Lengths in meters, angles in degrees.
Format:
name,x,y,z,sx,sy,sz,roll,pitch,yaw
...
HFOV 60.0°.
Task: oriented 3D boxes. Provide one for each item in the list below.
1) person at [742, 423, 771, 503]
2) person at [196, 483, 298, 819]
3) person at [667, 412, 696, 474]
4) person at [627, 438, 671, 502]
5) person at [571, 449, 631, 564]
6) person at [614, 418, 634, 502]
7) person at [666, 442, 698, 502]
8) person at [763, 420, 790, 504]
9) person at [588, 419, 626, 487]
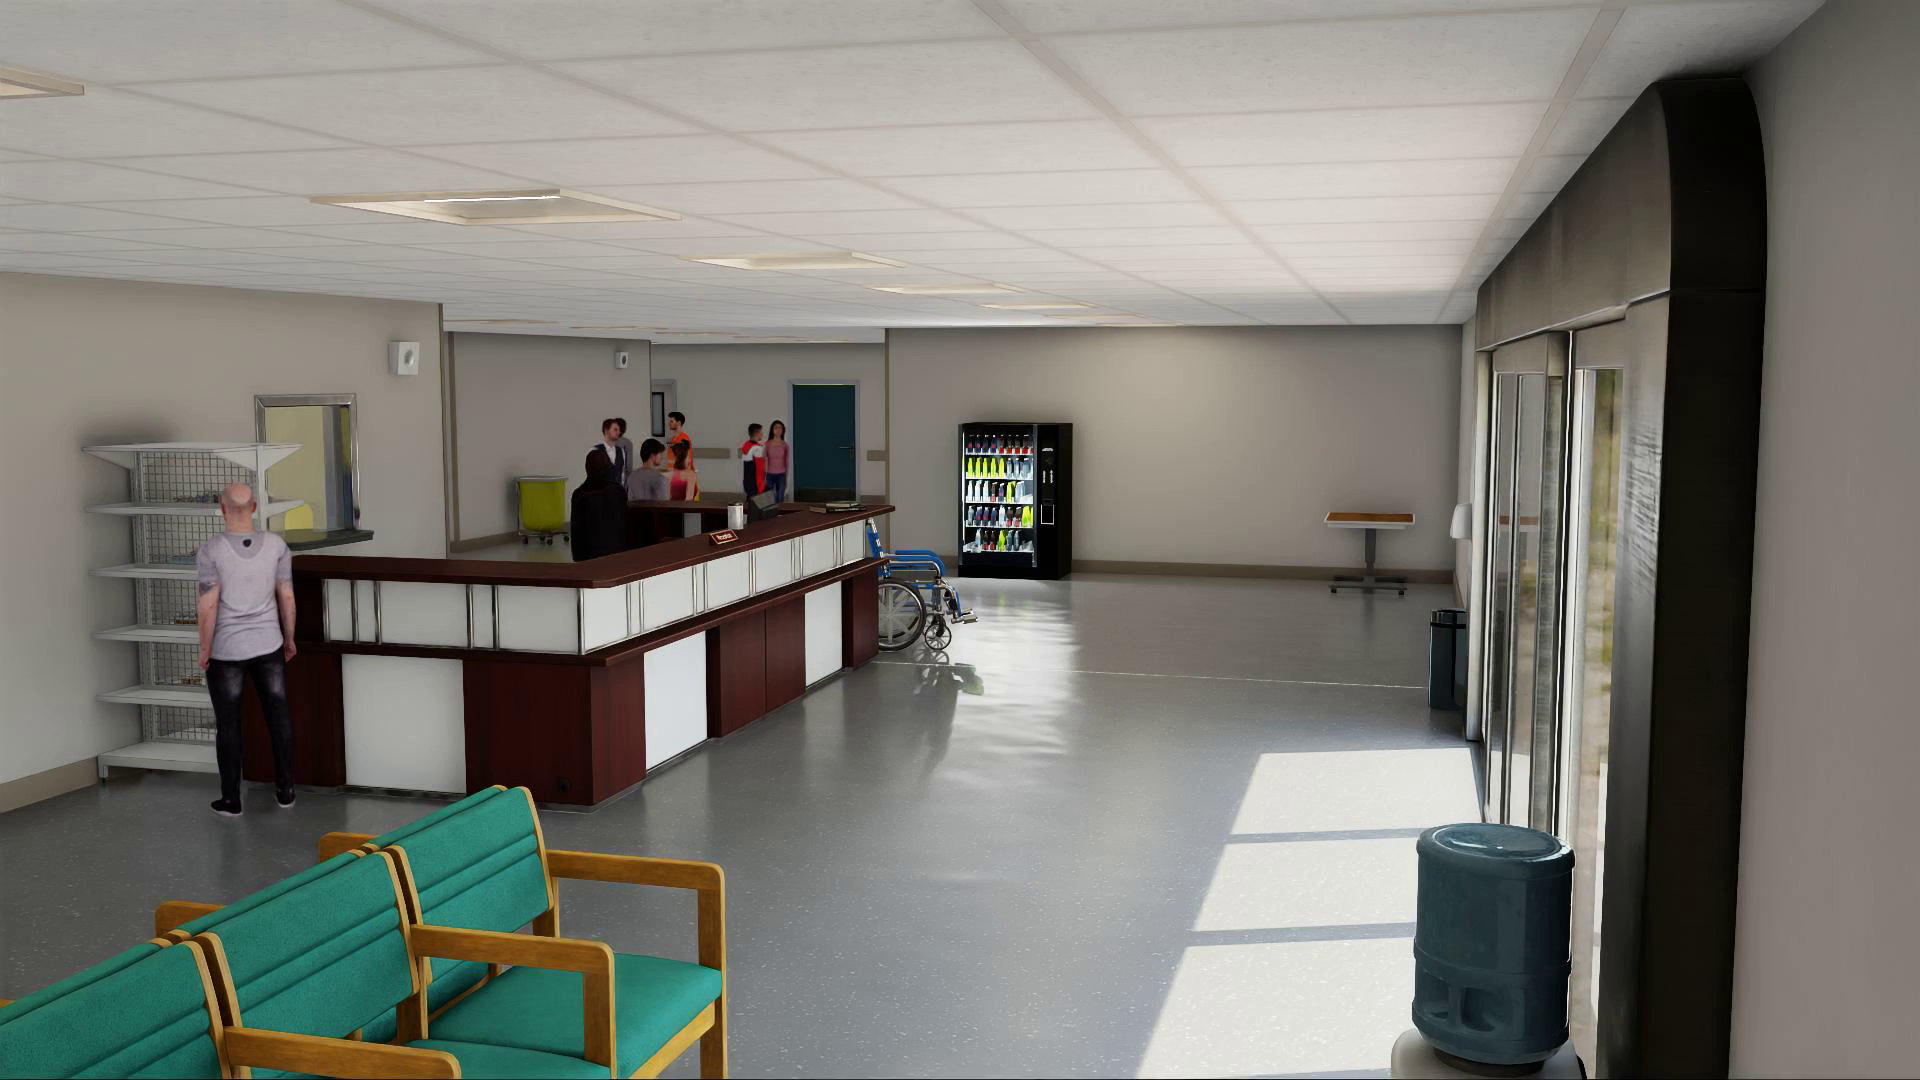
name,x,y,z,sx,sy,sz,roll,pitch,yaw
person,-2.816,-0.681,22.343,0.825,1.750,0.757,-4,7,-33
person,-3.964,0.594,9.226,0.766,1.837,0.792,-5,7,-38
person,-3.977,-0.887,23.735,0.836,1.880,0.773,-4,7,-31
person,-2.915,-0.001,15.285,1.104,1.808,1.163,-6,8,-44
person,-2.856,0.185,13.506,1.214,1.795,1.228,-3,6,-27
person,-5.052,-0.899,24.453,0.643,1.760,0.673,2,6,19
person,-2.865,-0.117,16.893,0.688,1.718,0.713,4,7,34
person,-2.752,-0.907,24.694,0.947,1.727,0.915,-2,6,-16
person,-4.058,-0.394,18.828,1.118,1.882,1.311,-5,8,-43
